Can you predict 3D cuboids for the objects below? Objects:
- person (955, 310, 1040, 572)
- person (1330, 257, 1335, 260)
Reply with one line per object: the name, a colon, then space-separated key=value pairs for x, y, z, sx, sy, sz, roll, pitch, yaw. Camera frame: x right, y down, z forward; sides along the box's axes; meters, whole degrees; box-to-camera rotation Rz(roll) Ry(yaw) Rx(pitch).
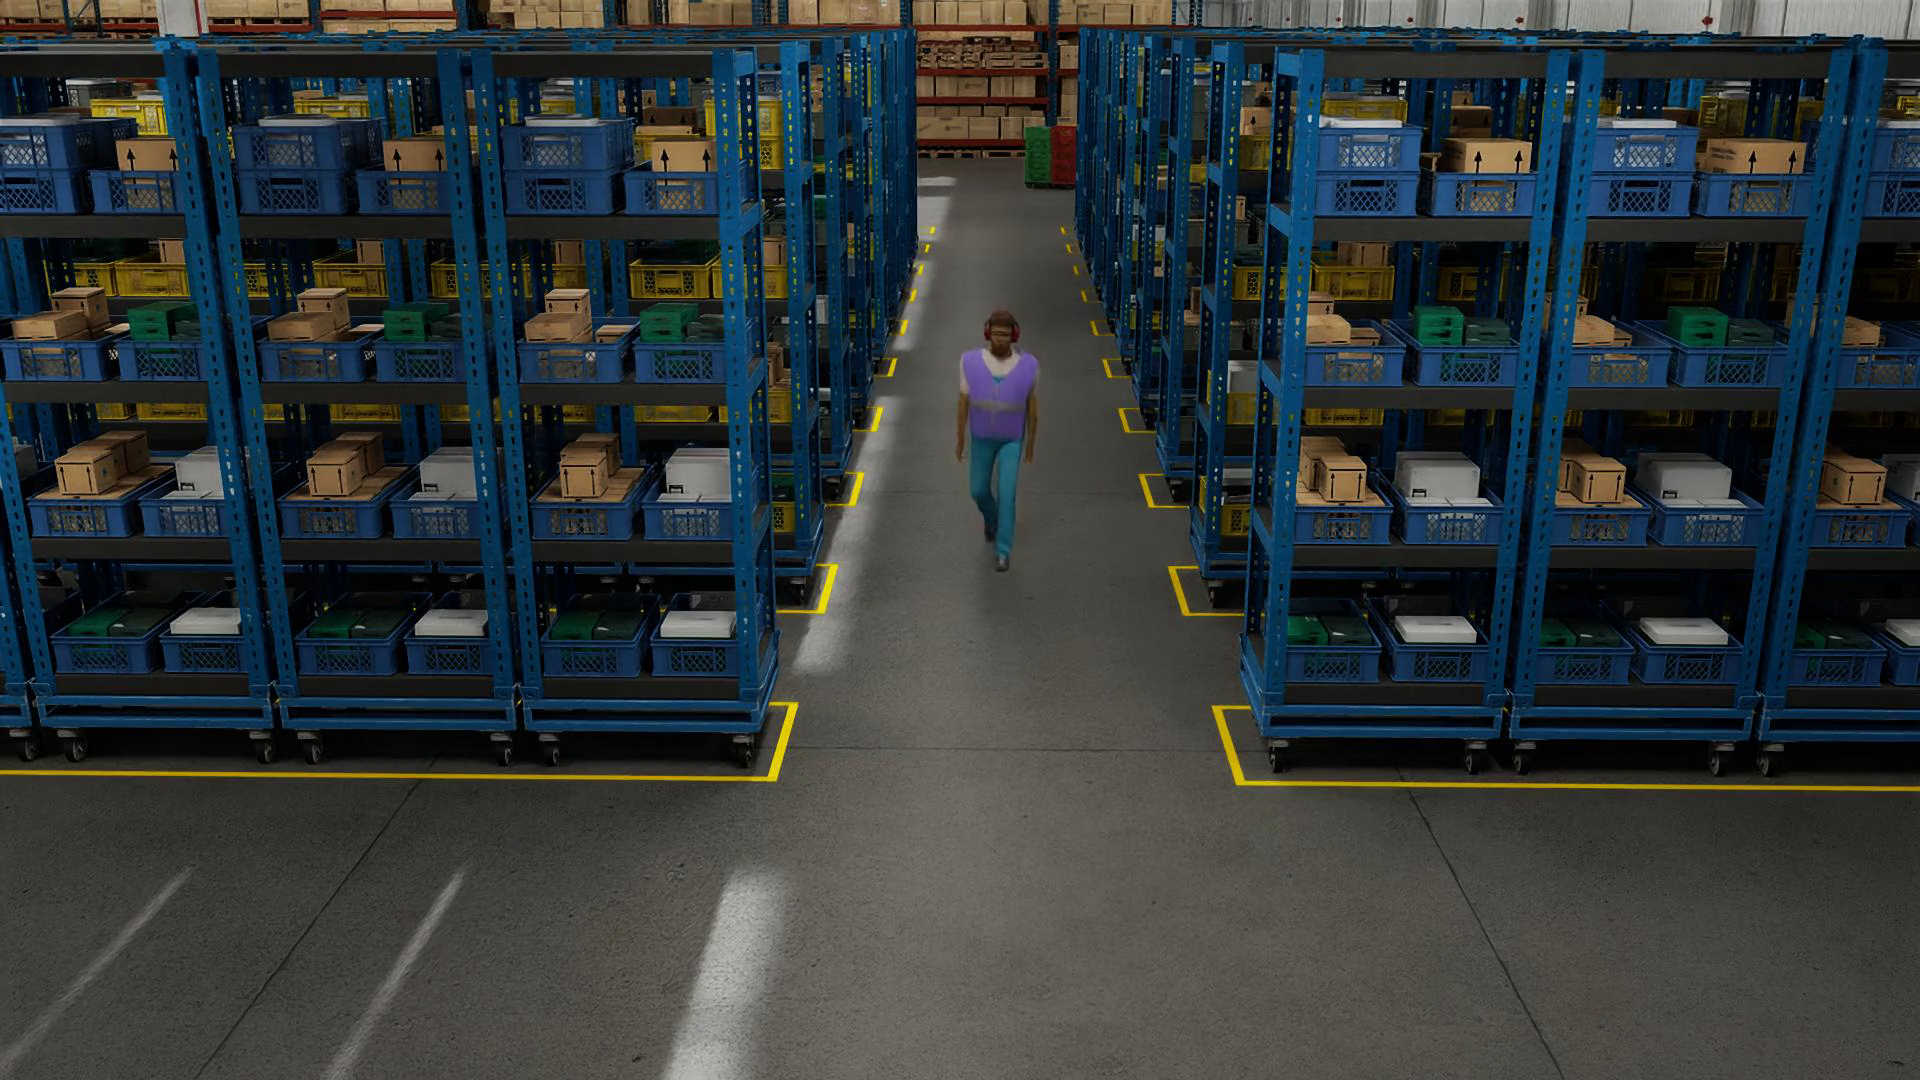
person: x=0.265 y=-0.729 z=11.690 sx=0.589 sy=1.827 sz=0.604 roll=2 pitch=17 yaw=5
person: x=3.755 y=-2.527 z=17.216 sx=0.639 sy=1.949 sz=0.649 roll=10 pitch=20 yaw=30
